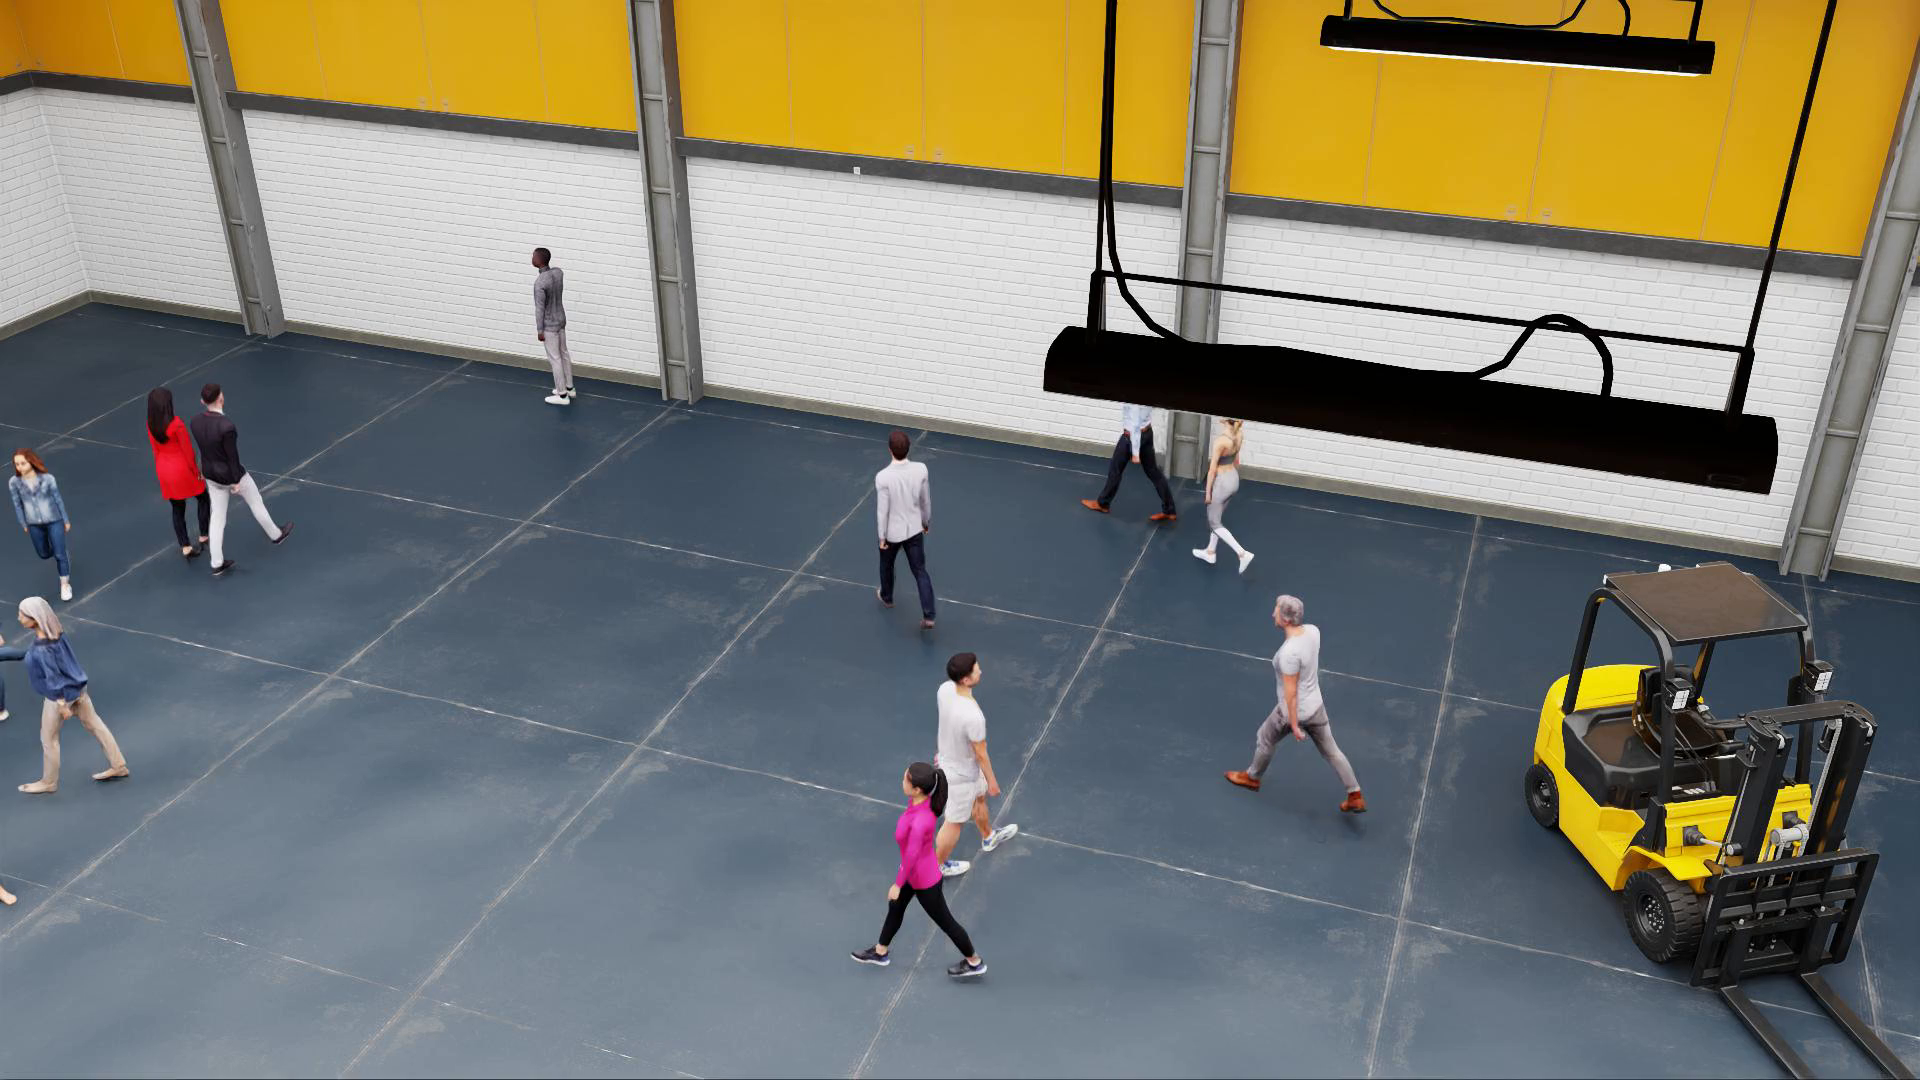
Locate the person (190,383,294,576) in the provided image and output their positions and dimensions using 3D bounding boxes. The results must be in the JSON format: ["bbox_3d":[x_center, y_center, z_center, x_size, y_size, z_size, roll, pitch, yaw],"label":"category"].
[{"bbox_3d":[-6.923,-0.526,15.514,1.108,1.779,0.737,9,30,16],"label":"person"}]

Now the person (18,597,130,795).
[{"bbox_3d":[-6.648,1.153,12.547,1.070,1.672,0.906,-4,29,-8],"label":"person"}]

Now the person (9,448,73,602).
[{"bbox_3d":[-8.371,-0.194,15.235,0.875,1.462,0.898,-9,30,-15],"label":"person"}]

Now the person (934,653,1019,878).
[{"bbox_3d":[-0.075,1.605,11.559,1.133,1.824,1.065,-13,31,-22],"label":"person"}]

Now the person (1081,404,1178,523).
[{"bbox_3d":[1.818,-0.941,16.309,1.297,1.745,0.813,16,32,27],"label":"person"}]

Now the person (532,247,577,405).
[{"bbox_3d":[-4.643,-2.466,19.012,0.549,1.834,0.672,8,30,15],"label":"person"}]

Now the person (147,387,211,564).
[{"bbox_3d":[-7.406,-0.568,15.642,0.574,1.729,0.705,8,30,15],"label":"person"}]

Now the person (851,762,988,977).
[{"bbox_3d":[-0.153,2.174,10.691,1.196,1.656,0.865,0,29,-1],"label":"person"}]

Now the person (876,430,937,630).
[{"bbox_3d":[-0.465,-0.051,14.598,1.206,1.821,1.261,-12,31,-21],"label":"person"}]

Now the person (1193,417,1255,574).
[{"bbox_3d":[2.509,-0.456,15.484,0.825,1.684,1.044,-25,37,-37],"label":"person"}]

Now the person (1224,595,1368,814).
[{"bbox_3d":[2.592,1.298,12.212,1.445,1.739,1.010,22,35,34],"label":"person"}]
